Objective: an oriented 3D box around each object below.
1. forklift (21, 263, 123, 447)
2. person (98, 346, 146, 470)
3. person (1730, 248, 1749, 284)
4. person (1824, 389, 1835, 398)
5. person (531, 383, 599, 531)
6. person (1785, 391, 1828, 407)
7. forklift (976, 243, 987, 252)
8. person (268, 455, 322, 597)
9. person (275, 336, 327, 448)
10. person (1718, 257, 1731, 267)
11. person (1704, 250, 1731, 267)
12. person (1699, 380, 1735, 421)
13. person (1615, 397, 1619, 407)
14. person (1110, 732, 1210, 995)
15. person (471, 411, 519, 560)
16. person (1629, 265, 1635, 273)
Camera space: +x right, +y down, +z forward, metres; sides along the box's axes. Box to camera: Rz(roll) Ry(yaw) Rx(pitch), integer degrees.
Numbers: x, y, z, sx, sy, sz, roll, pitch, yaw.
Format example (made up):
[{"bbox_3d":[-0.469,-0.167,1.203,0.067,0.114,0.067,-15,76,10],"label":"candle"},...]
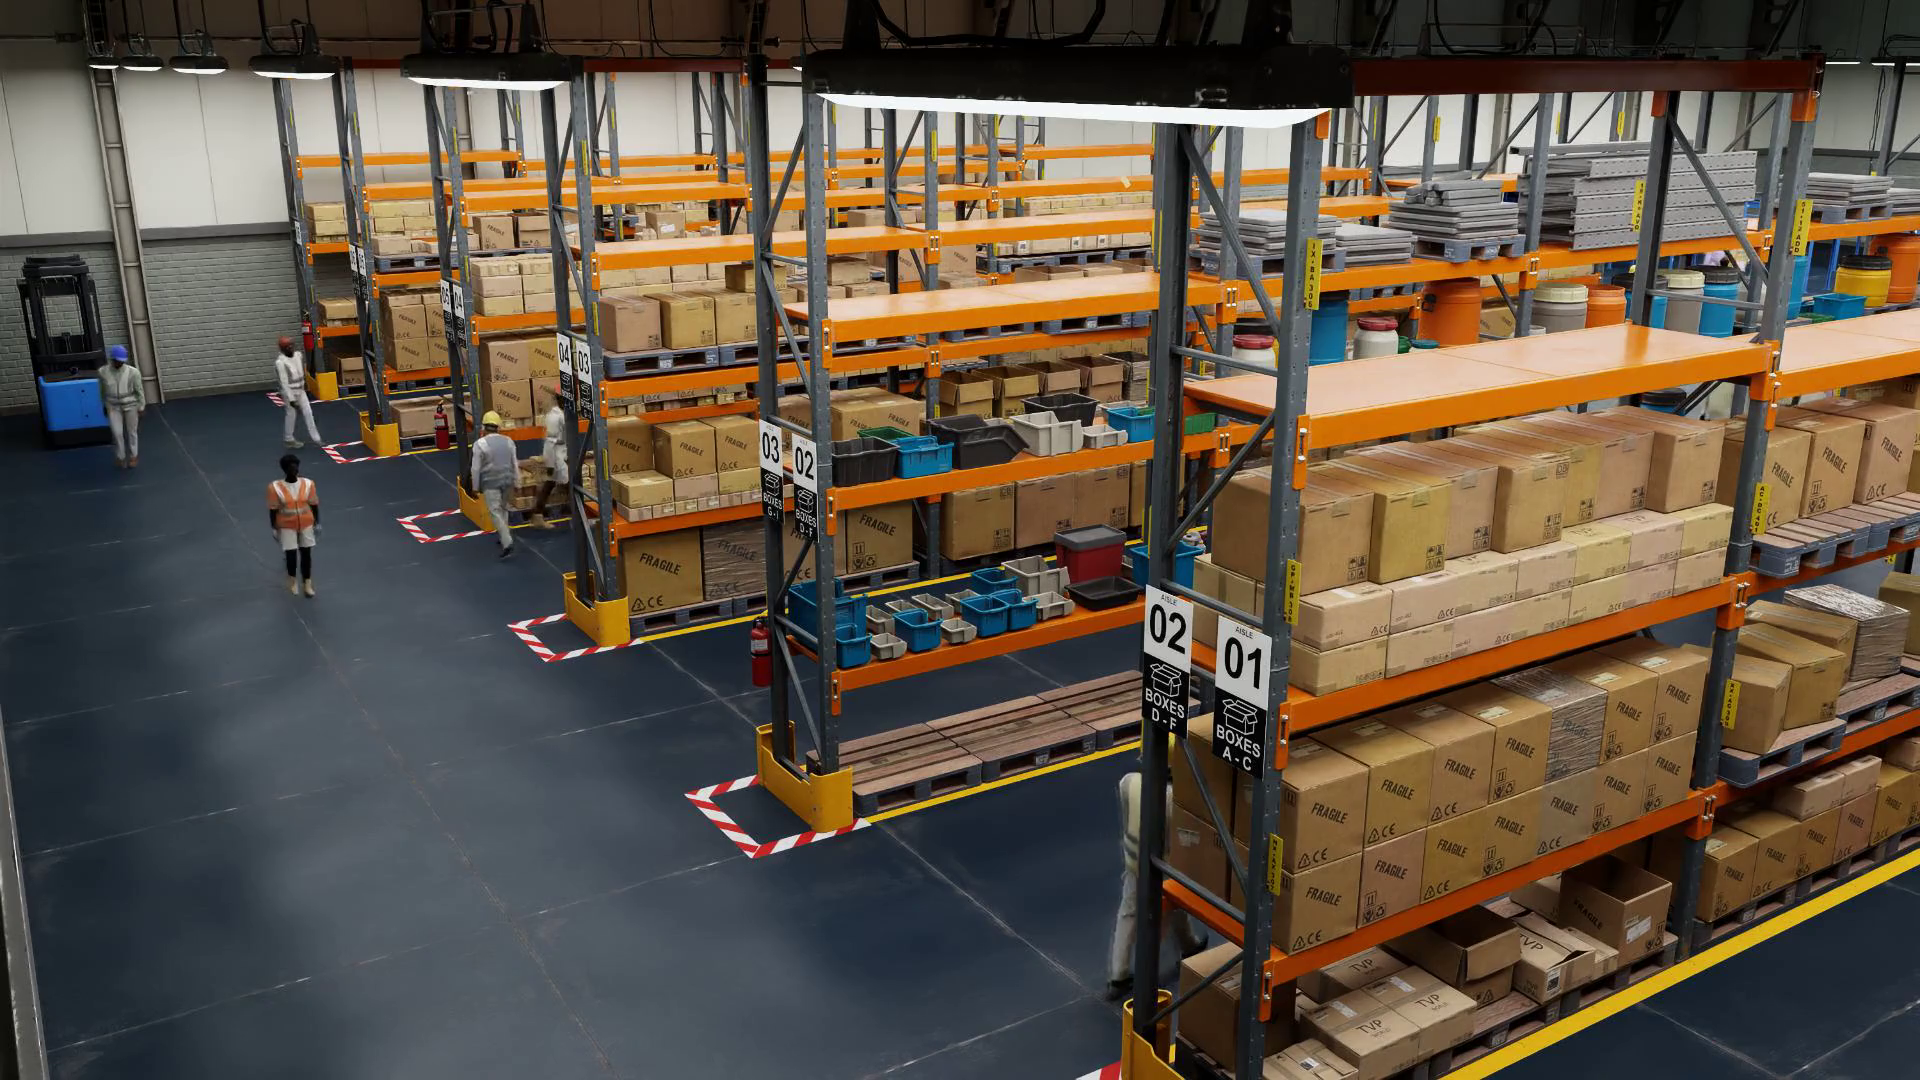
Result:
[{"bbox_3d":[-14.518,-3.079,25.708,1.129,2.768,1.873,-10,20,-31],"label":"forklift"},{"bbox_3d":[-12.583,-1.996,23.744,0.631,1.892,0.635,-6,18,-19],"label":"person"},{"bbox_3d":[20.356,-7.314,41.134,0.581,1.919,0.423,-7,18,-23],"label":"person"},{"bbox_3d":[12.459,-1.792,22.826,0.615,2.043,0.373,-9,19,-27],"label":"person"},{"bbox_3d":[-5.195,-1.082,20.584,1.012,1.980,0.613,-2,17,-7],"label":"person"},{"bbox_3d":[11.871,-1.534,22.060,0.999,2.000,0.709,0,17,-1],"label":"person"},{"bbox_3d":[0.988,-5.474,34.718,1.214,2.155,2.313,-10,20,-31],"label":"forklift"},{"bbox_3d":[-7.590,-0.157,18.061,0.553,1.682,0.370,-13,21,-37],"label":"person"},{"bbox_3d":[-10.438,-2.317,24.898,0.877,1.834,0.658,6,18,20],"label":"person"},{"bbox_3d":[16.606,-5.245,34.470,0.526,1.860,0.345,7,18,22],"label":"person"},{"bbox_3d":[19.262,-6.950,40.015,0.666,1.871,0.851,-13,21,-36],"label":"person"},{"bbox_3d":[11.147,-1.818,23.042,0.834,1.973,0.623,-7,18,-22],"label":"person"},{"bbox_3d":[11.280,-2.683,26.142,0.820,1.801,0.626,4,17,12],"label":"person"},{"bbox_3d":[1.326,2.104,10.489,0.606,1.781,0.927,15,23,41],"label":"person"},{"bbox_3d":[-5.762,-0.705,19.684,0.712,1.807,0.619,12,21,34],"label":"person"},{"bbox_3d":[14.378,-4.990,33.789,0.525,1.765,0.329,-12,20,-34],"label":"person"}]
